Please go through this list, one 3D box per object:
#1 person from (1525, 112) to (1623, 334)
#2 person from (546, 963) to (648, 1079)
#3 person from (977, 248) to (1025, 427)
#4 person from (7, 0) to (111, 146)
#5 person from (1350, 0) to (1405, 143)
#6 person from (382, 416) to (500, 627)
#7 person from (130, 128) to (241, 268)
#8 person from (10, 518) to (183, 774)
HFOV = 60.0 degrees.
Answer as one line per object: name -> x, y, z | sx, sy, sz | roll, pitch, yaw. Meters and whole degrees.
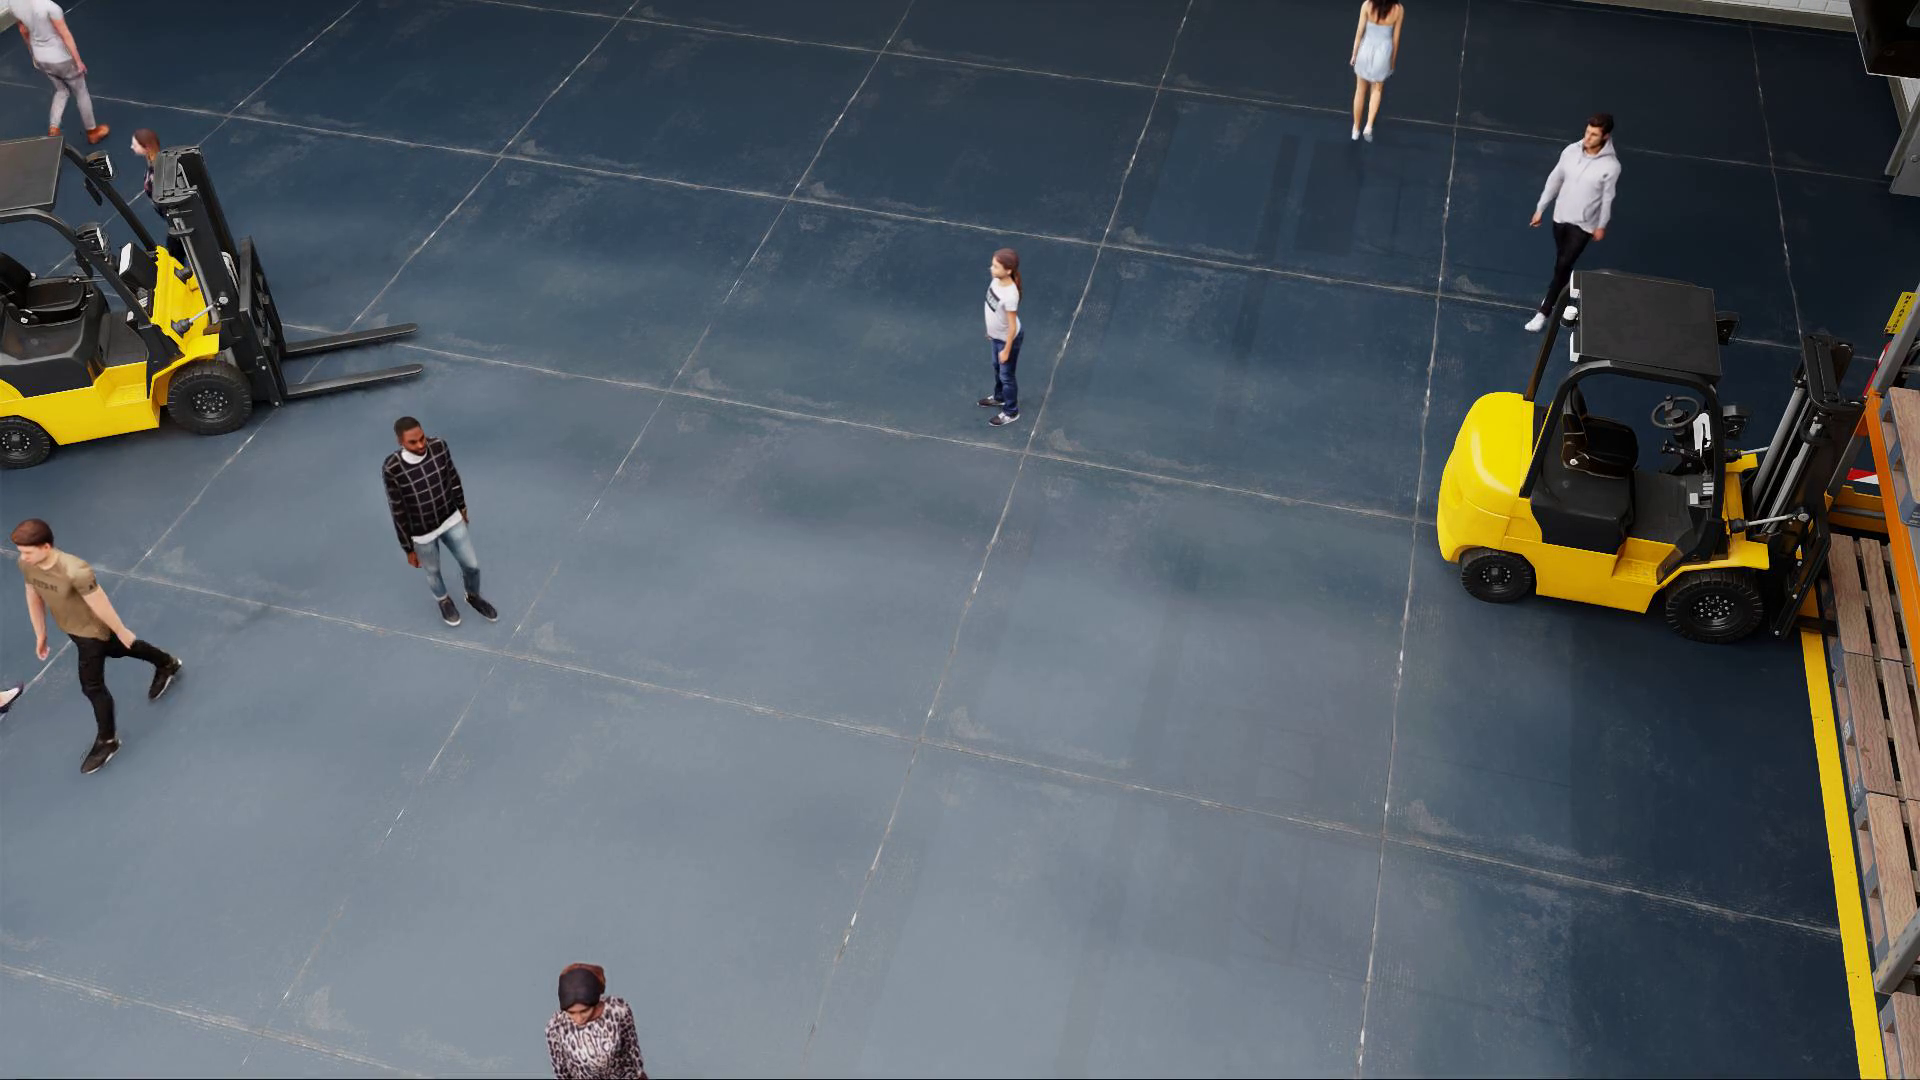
person -> 5.136, -2.694, 13.742 | 1.179, 1.895, 1.042 | -33, 52, -30
person -> -1.769, 2.658, 8.255 | 0.675, 1.714, 0.705 | -11, 45, -11
person -> 0.342, -1.591, 12.826 | 0.692, 1.562, 0.610 | -13, 45, -13
person -> -8.573, -4.500, 15.697 | 0.690, 1.812, 0.888 | 9, 44, 9
person -> 3.926, -4.535, 15.804 | 0.600, 1.716, 0.789 | 8, 44, 9
person -> -3.590, -0.166, 11.155 | 0.826, 1.803, 0.900 | -27, 50, -26
person -> -6.435, -2.698, 13.928 | 1.076, 1.644, 1.071 | -16, 46, -16
person -> -5.431, 0.487, 10.466 | 0.827, 1.808, 1.262 | 18, 47, 18
